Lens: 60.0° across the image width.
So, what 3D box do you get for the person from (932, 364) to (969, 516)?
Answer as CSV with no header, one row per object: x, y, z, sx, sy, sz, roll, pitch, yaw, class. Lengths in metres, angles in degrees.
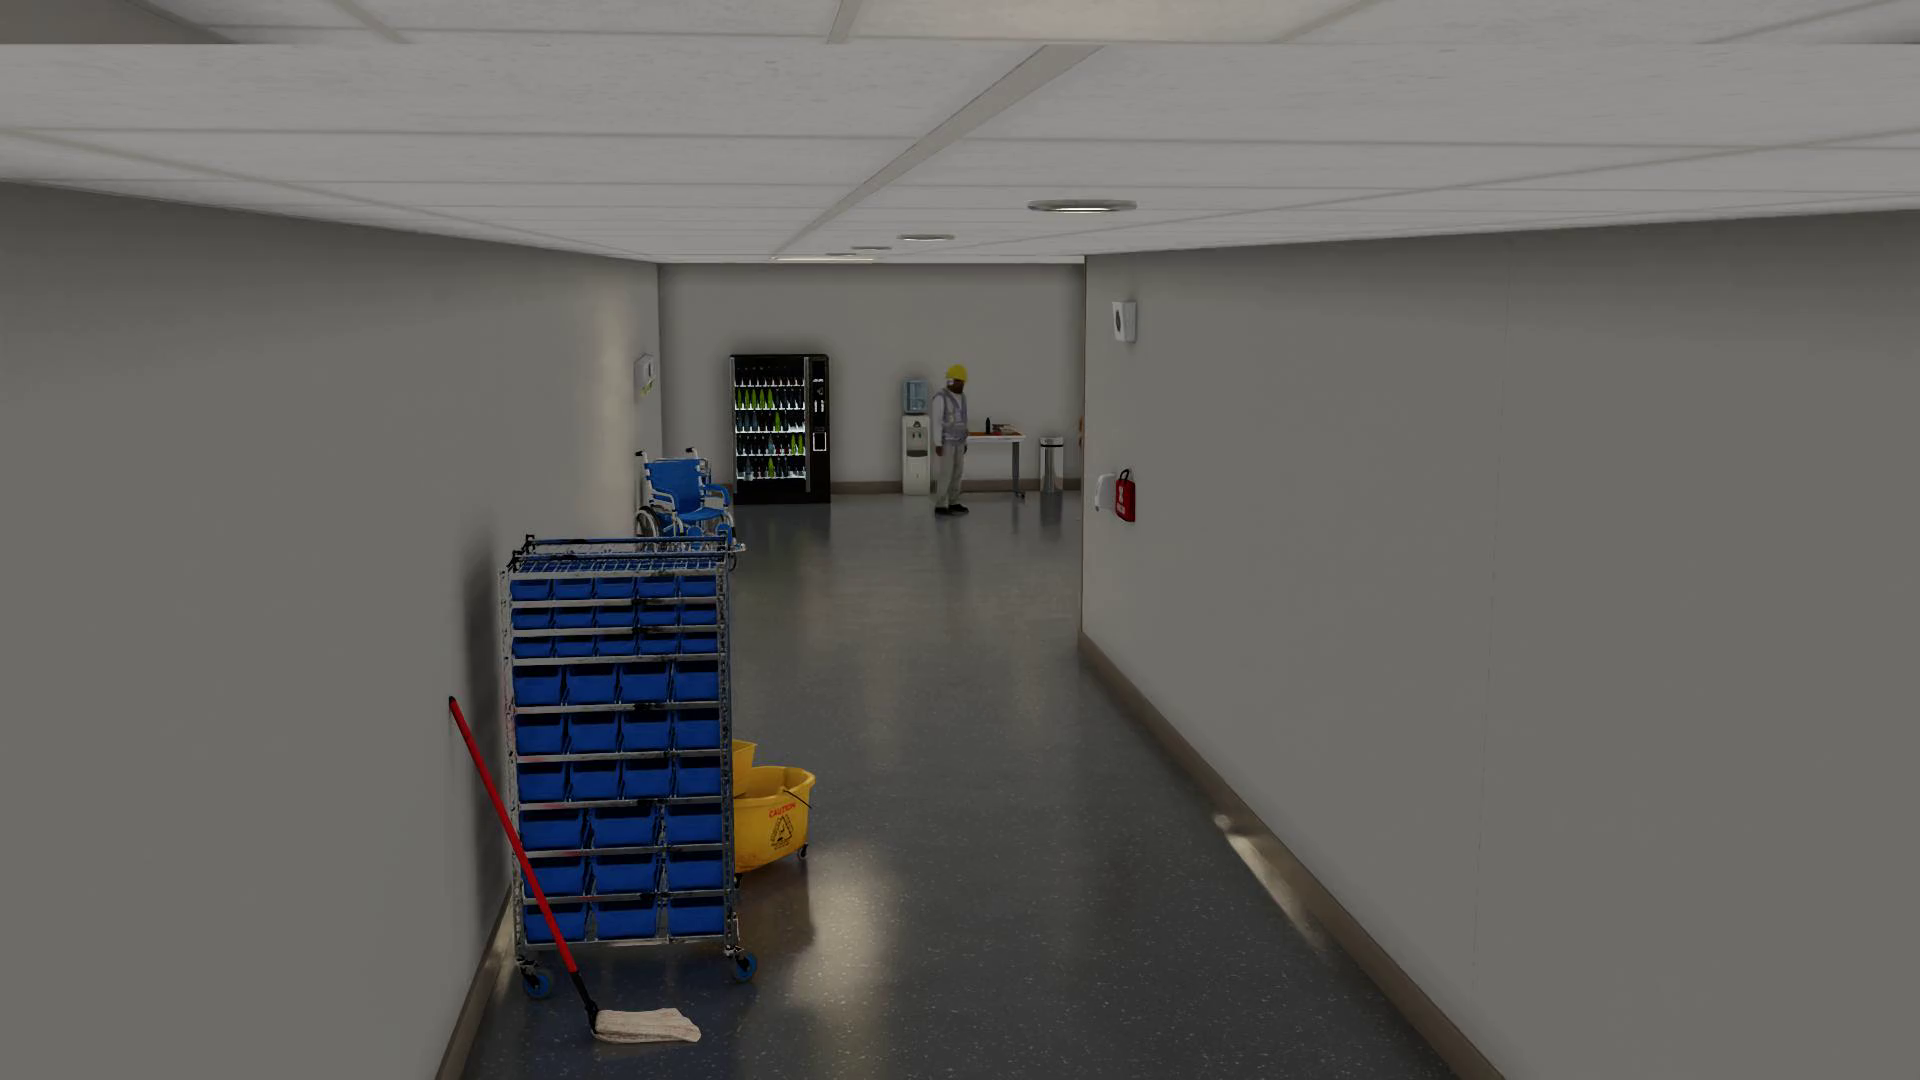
-0.098,-1.199,19.942,0.409,1.814,0.617,6,11,33,person
